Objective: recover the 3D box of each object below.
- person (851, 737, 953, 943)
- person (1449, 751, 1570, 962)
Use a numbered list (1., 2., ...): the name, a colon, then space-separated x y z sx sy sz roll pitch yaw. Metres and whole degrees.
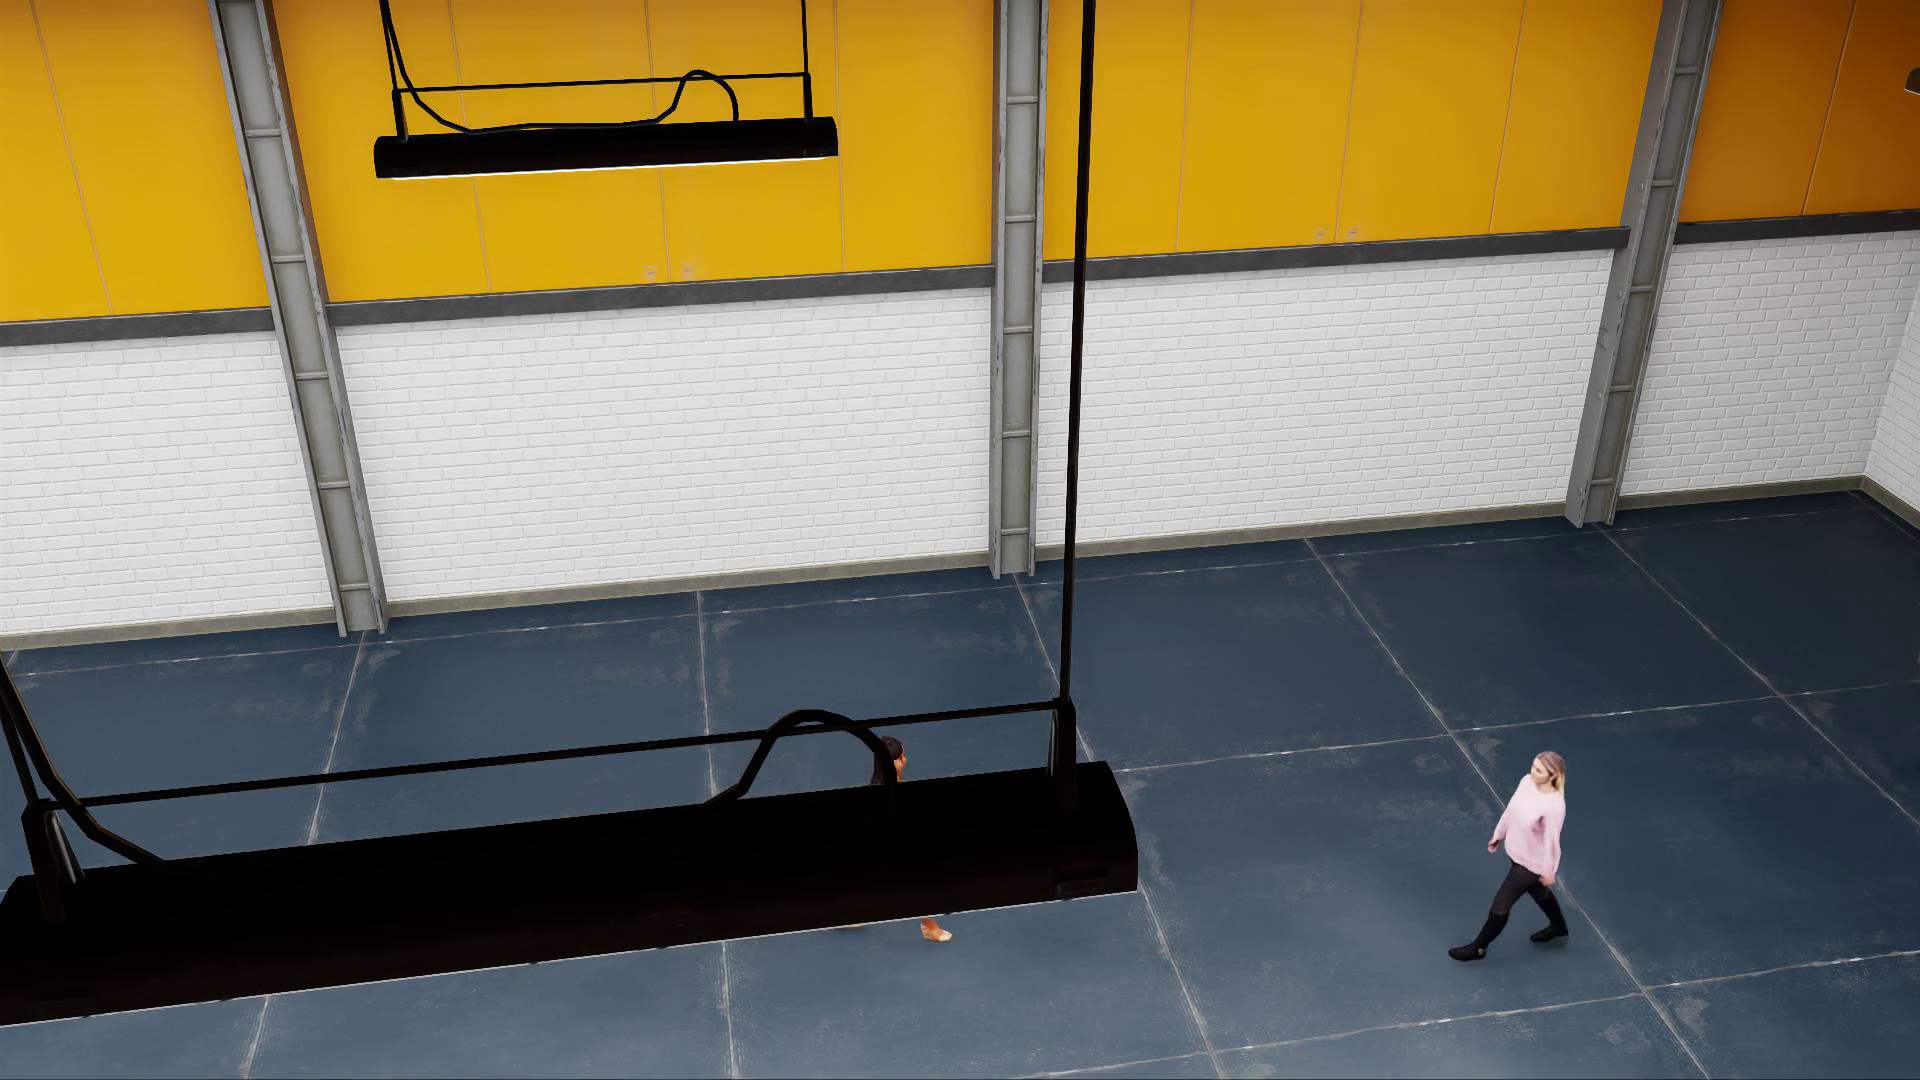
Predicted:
1. person: -0.547 2.016 11.144 1.103 1.645 0.708 2 29 3
2. person: 3.847 2.086 11.014 1.108 1.647 0.623 -4 29 -7
